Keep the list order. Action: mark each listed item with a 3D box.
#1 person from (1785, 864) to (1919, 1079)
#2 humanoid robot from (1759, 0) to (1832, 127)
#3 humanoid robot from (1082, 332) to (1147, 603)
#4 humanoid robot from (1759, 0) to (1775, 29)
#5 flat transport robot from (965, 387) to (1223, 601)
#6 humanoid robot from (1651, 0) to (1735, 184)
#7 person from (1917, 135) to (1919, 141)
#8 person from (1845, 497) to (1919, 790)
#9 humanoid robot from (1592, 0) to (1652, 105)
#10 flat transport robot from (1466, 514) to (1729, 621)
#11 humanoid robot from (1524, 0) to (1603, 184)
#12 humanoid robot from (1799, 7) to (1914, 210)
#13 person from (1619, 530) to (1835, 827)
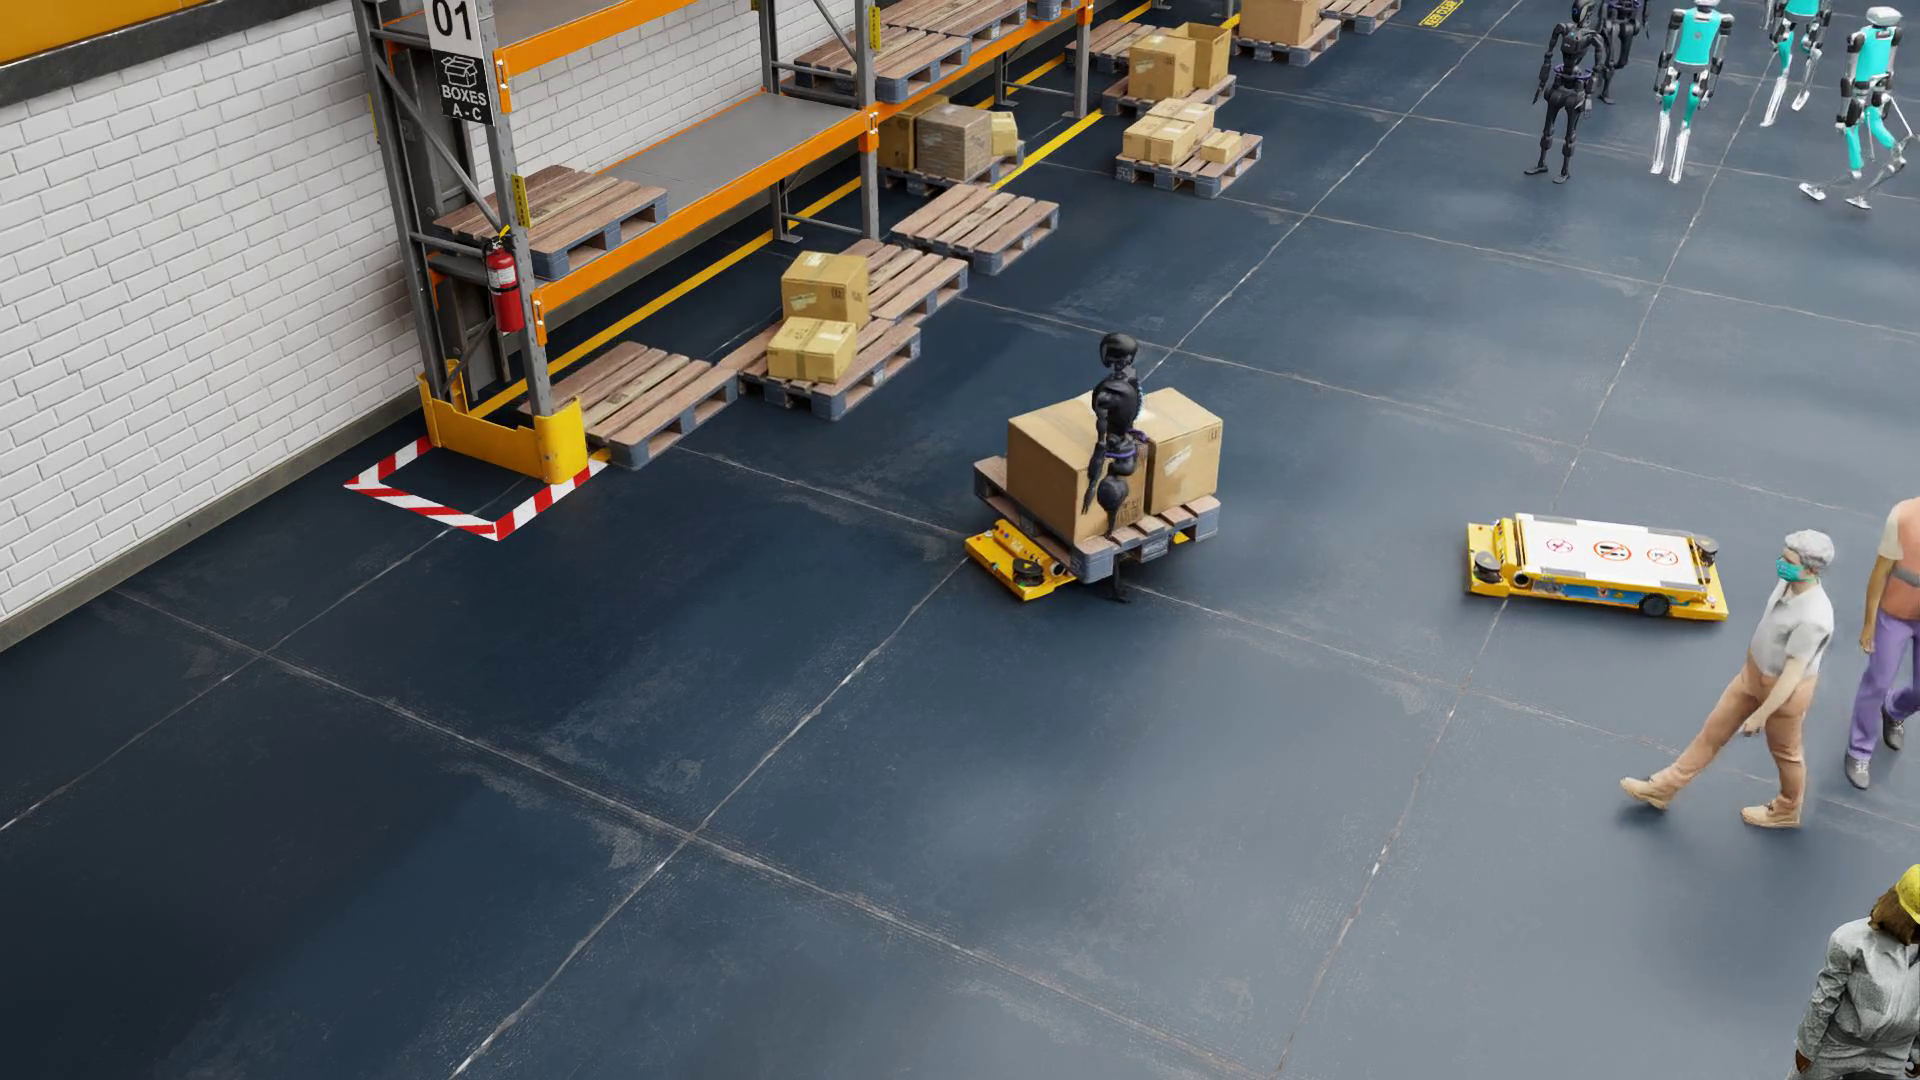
[{"bbox_3d":[3.278,1.833,6.037,0.486,1.744,0.294,0,33,0],"label":"person"},{"bbox_3d":[8.374,-5.015,16.457,0.531,1.778,1.021,28,43,35],"label":"humanoid robot"},{"bbox_3d":[0.884,-0.408,9.500,0.418,1.660,0.594,15,36,21],"label":"humanoid robot"},{"bbox_3d":[9.554,-6.647,18.917,0.536,1.809,0.816,-13,36,-19],"label":"humanoid robot"},{"bbox_3d":[0.802,-0.067,10.250,1.431,0.231,0.659,-20,38,-27],"label":"flat transport robot"},{"bbox_3d":[6.577,-4.140,15.096,0.543,1.796,0.763,12,35,18],"label":"humanoid robot"},{"bbox_3d":[9.643,-4.636,15.750,0.637,1.830,0.429,-15,36,-22],"label":"person"},{"bbox_3d":[4.703,0.396,8.142,0.574,1.824,0.497,9,35,14],"label":"person"},{"bbox_3d":[6.713,-5.337,16.955,0.598,1.633,0.599,-5,34,-8],"label":"humanoid robot"},{"bbox_3d":[3.782,0.151,9.919,1.431,0.231,0.659,7,34,10],"label":"flat transport robot"},{"bbox_3d":[5.486,-4.061,15.002,0.315,1.657,0.599,-23,40,-31],"label":"humanoid robot"},{"bbox_3d":[7.865,-3.632,14.311,0.541,1.760,0.906,-12,35,-17],"label":"humanoid robot"},{"bbox_3d":[3.749,0.677,7.821,0.892,1.695,0.506,2,34,3],"label":"person"}]
